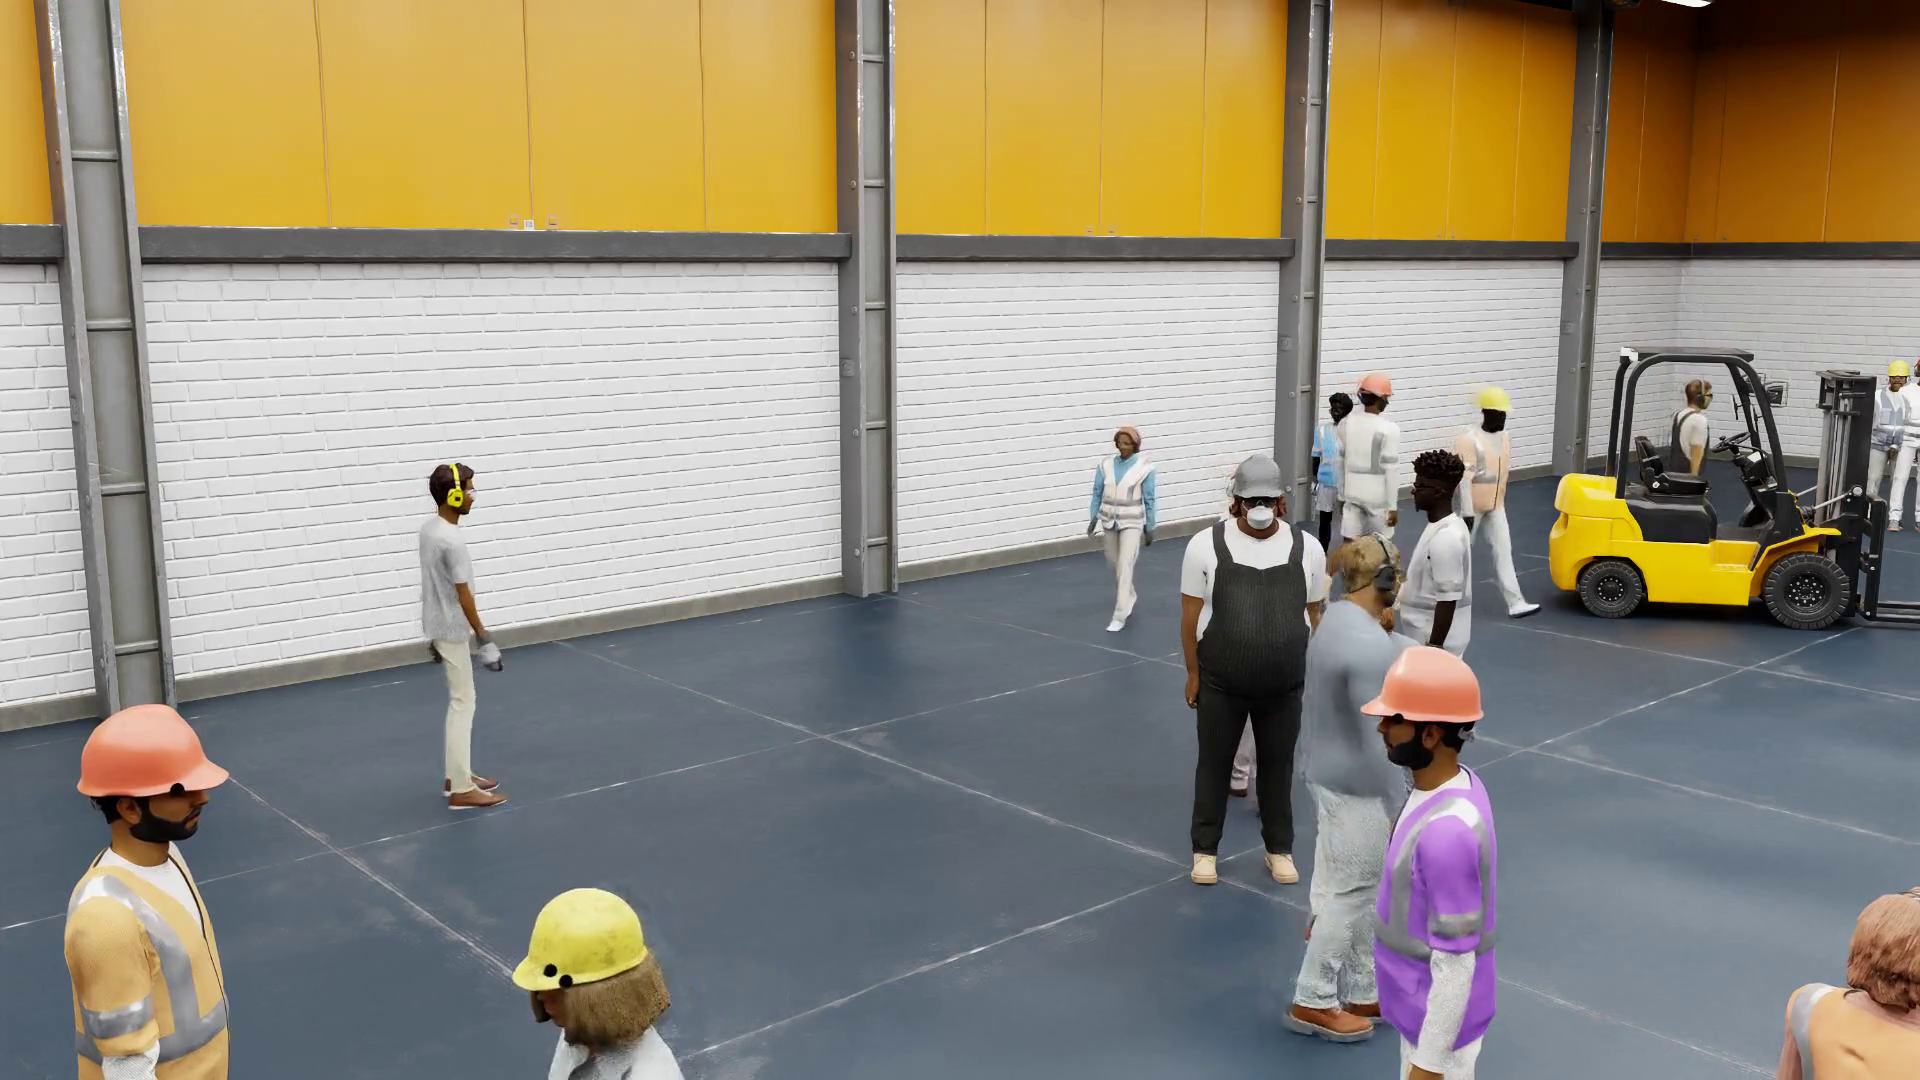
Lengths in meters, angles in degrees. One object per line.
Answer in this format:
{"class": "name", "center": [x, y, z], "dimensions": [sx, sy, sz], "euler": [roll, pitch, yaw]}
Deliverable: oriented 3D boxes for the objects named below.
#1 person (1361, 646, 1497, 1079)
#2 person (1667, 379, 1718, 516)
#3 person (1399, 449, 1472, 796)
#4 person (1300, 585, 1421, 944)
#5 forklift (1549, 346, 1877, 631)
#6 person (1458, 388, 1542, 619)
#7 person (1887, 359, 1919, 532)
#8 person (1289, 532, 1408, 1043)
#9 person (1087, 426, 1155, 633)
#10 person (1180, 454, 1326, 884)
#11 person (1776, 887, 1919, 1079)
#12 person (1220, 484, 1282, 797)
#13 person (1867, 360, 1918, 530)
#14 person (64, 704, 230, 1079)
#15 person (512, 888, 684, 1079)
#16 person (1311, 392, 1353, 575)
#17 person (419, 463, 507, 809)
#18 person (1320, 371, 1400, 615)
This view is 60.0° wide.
{"class": "person", "center": [1.225, 1.233, 4.419], "dimensions": [0.375, 1.939, 0.546], "euler": [2, 10, 14]}
{"class": "person", "center": [6.737, -0.546, 15.153], "dimensions": [0.757, 1.820, 0.521], "euler": [-1, 10, -4]}
{"class": "person", "center": [2.442, 0.509, 8.578], "dimensions": [0.368, 1.966, 0.602], "euler": [3, 10, 15]}
{"class": "person", "center": [1.700, 0.933, 7.068], "dimensions": [0.507, 1.631, 0.266], "euler": [2, 10, 14]}
{"class": "forklift", "center": [6.109, -0.478, 13.691], "dimensions": [2.313, 2.155, 1.214], "euler": [3, 10, 16]}
{"class": "person", "center": [4.323, -0.303, 13.587], "dimensions": [0.609, 1.872, 1.003], "euler": [-5, 11, -29]}
{"class": "person", "center": [10.222, -1.014, 17.739], "dimensions": [0.572, 1.883, 0.355], "euler": [3, 10, 19]}
{"class": "person", "center": [1.537, 0.927, 6.264], "dimensions": [0.471, 1.912, 0.685], "euler": [1, 10, 4]}
{"class": "person", "center": [1.315, -0.120, 13.295], "dimensions": [0.519, 1.607, 0.786], "euler": [7, 12, 35]}
{"class": "person", "center": [1.378, 0.609, 7.773], "dimensions": [0.679, 2.000, 0.537], "euler": [0, 10, 0]}
{"class": "person", "center": [1.950, 1.533, 3.541], "dimensions": [0.310, 1.638, 0.523], "euler": [-4, 11, -23]}
{"class": "person", "center": [1.495, 0.515, 8.850], "dimensions": [0.395, 1.873, 0.728], "euler": [-3, 10, -17]}
{"class": "person", "center": [10.035, -1.020, 17.917], "dimensions": [0.588, 1.835, 0.403], "euler": [4, 11, 24]}
{"class": "person", "center": [-1.838, 1.326, 3.877], "dimensions": [0.358, 1.938, 0.545], "euler": [-3, 10, -17]}
{"class": "person", "center": [-0.698, 1.526, 3.337], "dimensions": [0.478, 1.728, 0.496], "euler": [-7, 12, -37]}
{"class": "person", "center": [3.503, -0.523, 15.402], "dimensions": [0.540, 1.697, 0.317], "euler": [6, 11, 29]}
{"class": "person", "center": [-2.648, 0.518, 8.849], "dimensions": [0.390, 1.862, 0.539], "euler": [-5, 11, -28]}
{"class": "person", "center": [3.279, -0.360, 13.522], "dimensions": [0.888, 2.019, 0.621], "euler": [-8, 12, -38]}
